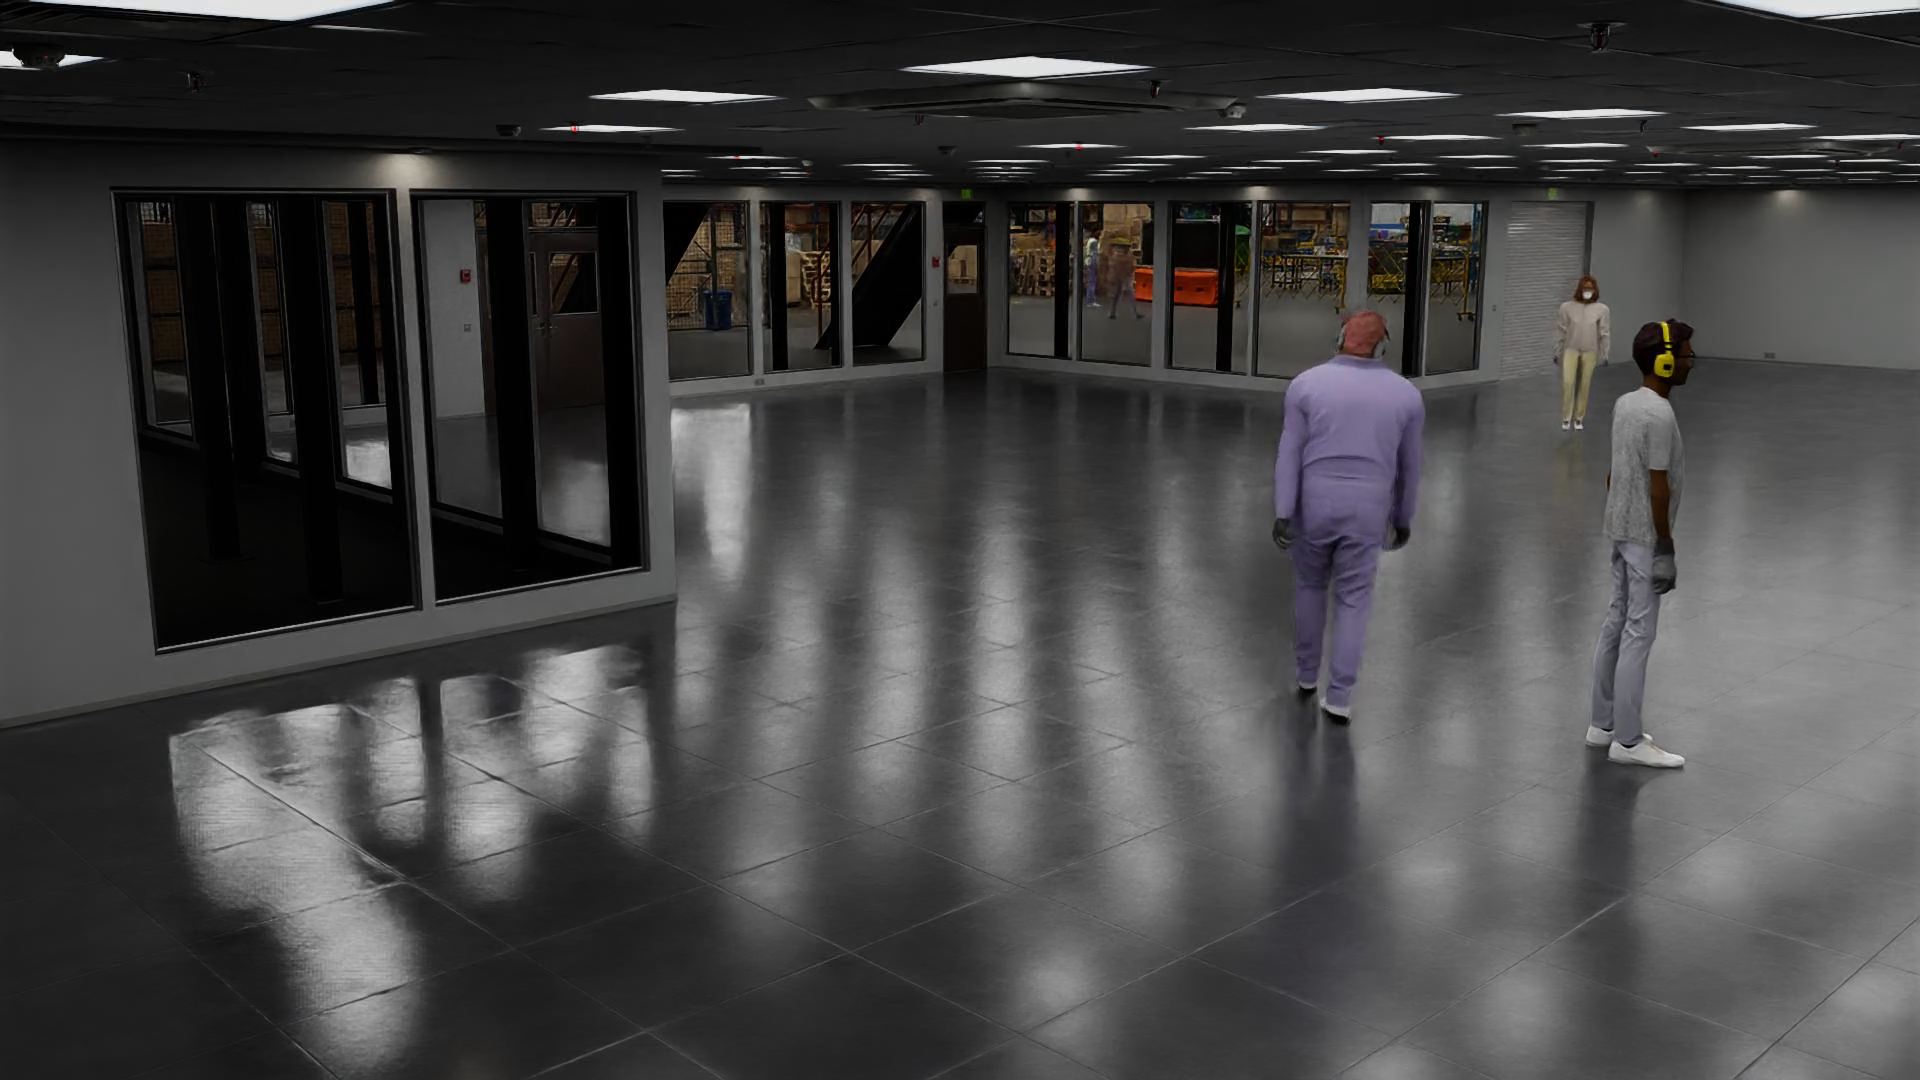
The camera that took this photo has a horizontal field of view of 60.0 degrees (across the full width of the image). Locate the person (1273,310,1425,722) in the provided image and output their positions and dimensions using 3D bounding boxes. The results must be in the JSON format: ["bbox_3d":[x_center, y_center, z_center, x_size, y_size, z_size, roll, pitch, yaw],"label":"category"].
[{"bbox_3d":[1.797,-0.134,7.764,0.683,1.852,0.822,2,11,8],"label":"person"}]

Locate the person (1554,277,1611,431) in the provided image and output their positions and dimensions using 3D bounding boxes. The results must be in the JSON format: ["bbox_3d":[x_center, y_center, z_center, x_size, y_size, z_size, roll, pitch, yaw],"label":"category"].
[{"bbox_3d":[6.487,-1.924,17.329,0.535,1.602,0.719,3,12,17],"label":"person"}]

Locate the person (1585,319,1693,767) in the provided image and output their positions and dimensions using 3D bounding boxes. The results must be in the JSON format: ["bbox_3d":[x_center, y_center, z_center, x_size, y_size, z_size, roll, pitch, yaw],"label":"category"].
[{"bbox_3d":[2.886,0.012,7.005,0.327,1.874,0.518,0,11,1],"label":"person"}]

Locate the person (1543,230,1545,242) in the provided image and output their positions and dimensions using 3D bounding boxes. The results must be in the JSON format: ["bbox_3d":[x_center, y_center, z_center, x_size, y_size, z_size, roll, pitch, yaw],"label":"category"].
[{"bbox_3d":[27.464,-14.157,77.919,0.613,1.905,0.946,-3,12,-16],"label":"person"}]
